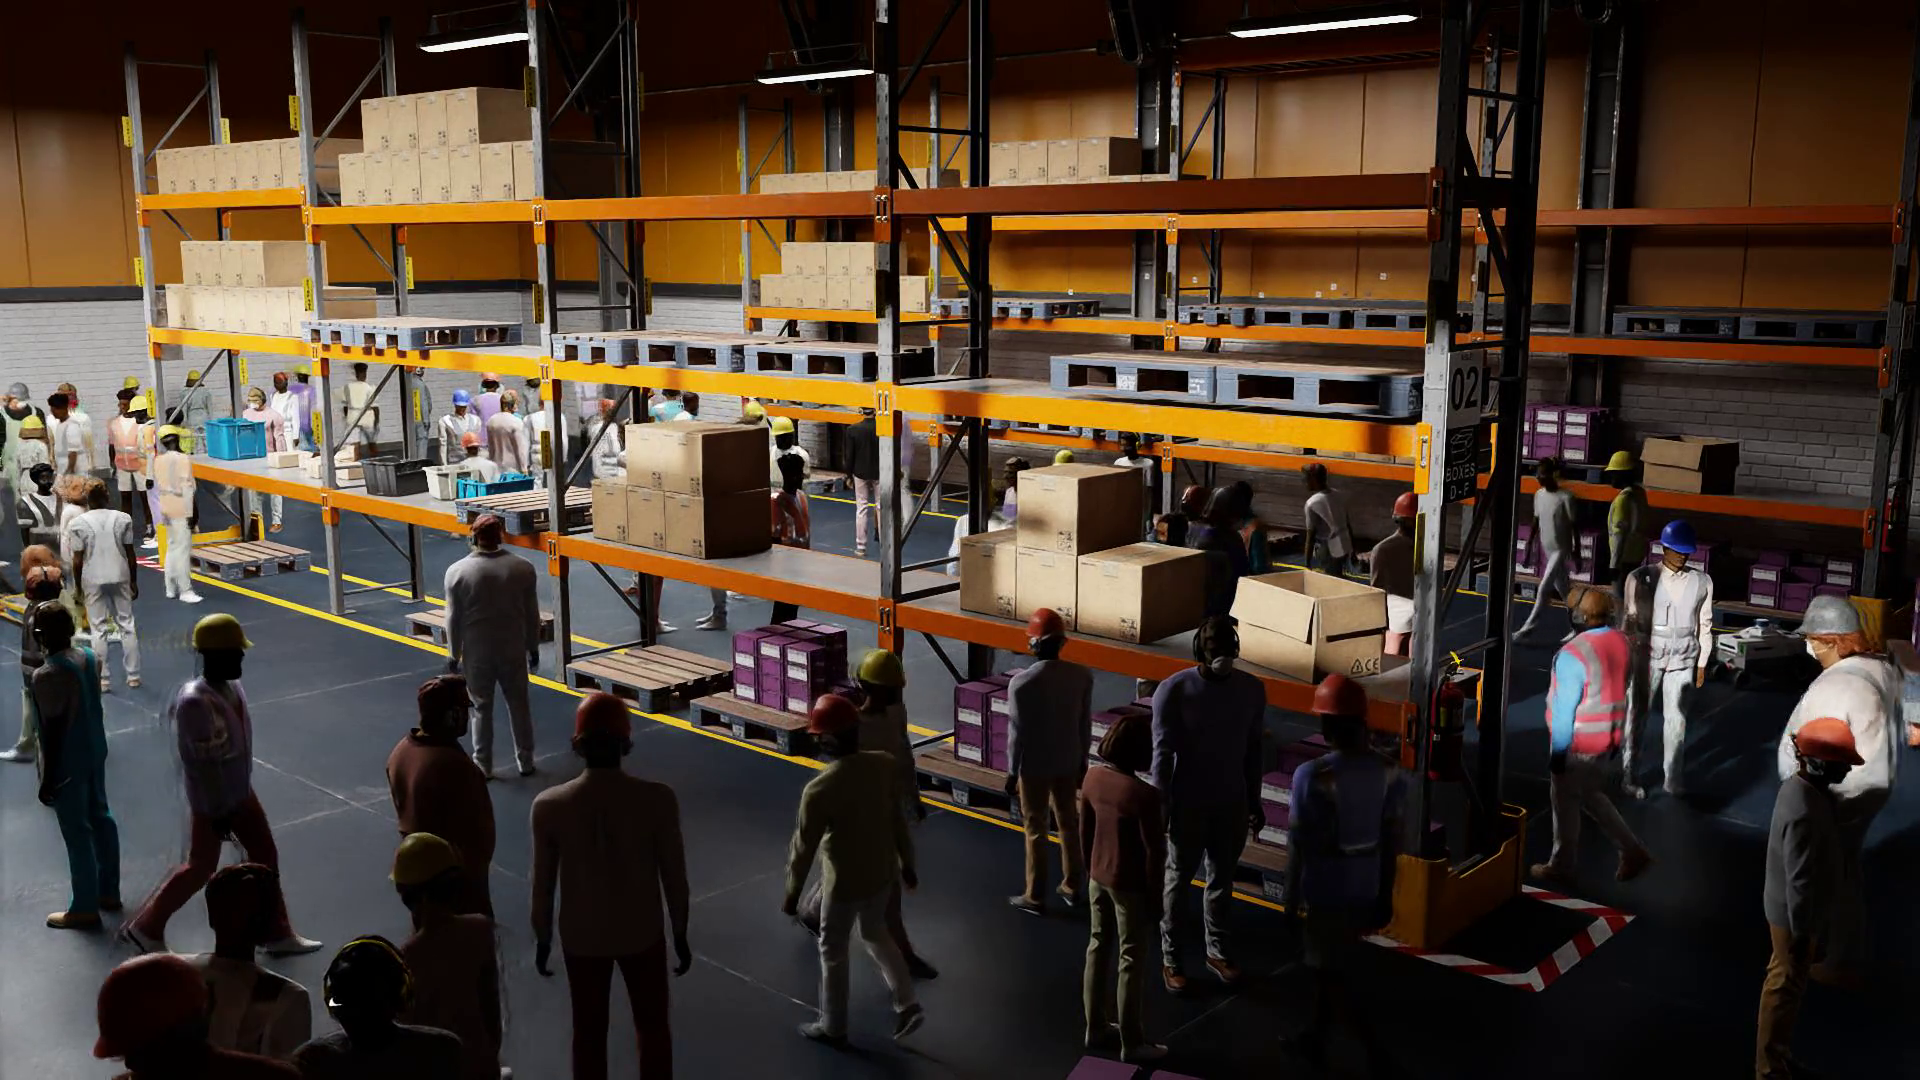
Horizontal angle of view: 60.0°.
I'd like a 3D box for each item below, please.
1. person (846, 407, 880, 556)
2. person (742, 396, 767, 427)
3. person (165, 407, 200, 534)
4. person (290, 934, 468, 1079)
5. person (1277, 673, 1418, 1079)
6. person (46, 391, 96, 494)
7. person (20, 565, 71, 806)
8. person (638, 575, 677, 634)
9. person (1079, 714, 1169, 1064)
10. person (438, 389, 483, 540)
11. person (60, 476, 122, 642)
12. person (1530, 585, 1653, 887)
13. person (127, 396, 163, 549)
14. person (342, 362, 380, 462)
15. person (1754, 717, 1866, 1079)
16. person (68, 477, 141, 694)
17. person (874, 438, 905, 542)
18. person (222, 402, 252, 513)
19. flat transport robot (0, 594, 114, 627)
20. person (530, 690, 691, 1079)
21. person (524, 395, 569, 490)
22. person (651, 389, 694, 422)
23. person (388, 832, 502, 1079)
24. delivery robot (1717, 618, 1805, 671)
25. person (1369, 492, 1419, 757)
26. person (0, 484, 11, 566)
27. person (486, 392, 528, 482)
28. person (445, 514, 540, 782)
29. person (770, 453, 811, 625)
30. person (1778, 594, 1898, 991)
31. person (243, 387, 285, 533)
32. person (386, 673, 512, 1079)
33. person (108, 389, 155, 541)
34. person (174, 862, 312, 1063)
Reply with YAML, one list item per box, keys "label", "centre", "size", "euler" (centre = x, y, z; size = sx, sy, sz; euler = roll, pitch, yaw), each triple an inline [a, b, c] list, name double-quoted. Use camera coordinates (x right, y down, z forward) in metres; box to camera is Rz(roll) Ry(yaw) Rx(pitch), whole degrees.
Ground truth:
- label: "person"
  centre: [-1.090, -0.790, 20.316]
  size: [0.611, 1.985, 0.393]
  euler: [-1, 10, -4]
- label: "person"
  centre: [-3.006, -1.375, 24.310]
  size: [0.358, 1.742, 0.568]
  euler: [3, 10, 14]
- label: "person"
  centre: [-10.167, -0.884, 21.658]
  size: [0.316, 1.695, 0.542]
  euler: [3, 10, 15]
- label: "person"
  centre: [-1.644, 2.015, 4.784]
  size: [0.526, 1.869, 0.315]
  euler: [-2, 10, -11]
- label: "person"
  centre: [1.729, 1.554, 7.331]
  size: [0.558, 1.903, 0.901]
  euler: [-5, 11, -24]
- label: "person"
  centre: [-11.957, -1.083, 22.392]
  size: [0.569, 1.838, 0.382]
  euler: [0, 10, -2]
- label: "person"
  centre: [-6.186, 0.983, 11.292]
  size: [0.314, 1.633, 0.518]
  euler: [-7, 12, -35]
- label: "person"
  centre: [-3.004, -0.024, 16.220]
  size: [0.411, 1.906, 0.602]
  euler: [-6, 12, -31]
- label: "person"
  centre: [0.761, 1.608, 7.751]
  size: [0.284, 1.632, 0.502]
  euler: [-8, 13, -38]
- label: "person"
  centre: [-6.445, -0.982, 21.530]
  size: [0.602, 1.940, 0.402]
  euler: [-9, 14, -42]
- label: "person"
  centre: [-8.221, 0.192, 15.836]
  size: [0.773, 1.600, 0.512]
  euler: [0, 10, 3]
- label: "person"
  centre: [3.688, 1.172, 9.701]
  size: [0.631, 1.826, 0.570]
  euler: [-8, 13, -37]
- label: "person"
  centre: [-10.180, -0.854, 20.894]
  size: [0.396, 1.913, 0.591]
  euler: [-5, 11, -25]
- label: "person"
  centre: [-9.664, -1.924, 26.924]
  size: [0.618, 1.897, 1.042]
  euler: [-1, 10, -8]
- label: "person"
  centre: [3.742, 1.622, 7.352]
  size: [0.346, 1.745, 0.563]
  euler: [5, 11, 26]
- label: "person"
  centre: [-7.239, 0.381, 14.089]
  size: [0.506, 1.847, 0.343]
  euler: [-8, 13, -38]
- label: "person"
  centre: [-0.921, -0.916, 21.218]
  size: [0.387, 1.924, 0.548]
  euler: [9, 13, 41]
- label: "person"
  centre: [-10.160, -1.156, 23.427]
  size: [0.682, 1.614, 0.527]
  euler: [7, 12, 35]
- label: "flat transport robot"
  centre: [-9.166, 0.697, 16.750]
  size: [1.431, 0.197, 0.652]
  euler: [9, 13, 41]
- label: "person"
  centre: [-1.420, 1.593, 6.819]
  size: [0.630, 1.992, 0.401]
  euler: [-1, 10, -6]
- label: "person"
  centre: [-5.555, -1.074, 22.388]
  size: [0.589, 1.827, 0.897]
  euler: [0, 10, 2]
- label: "person"
  centre: [-3.871, -1.196, 22.447]
  size: [0.608, 2.045, 0.392]
  euler: [-5, 11, -26]
- label: "person"
  centre: [-1.769, 1.885, 5.837]
  size: [0.517, 1.746, 0.535]
  euler: [5, 11, 25]
- label: "delivery robot"
  centre: [6.936, 0.923, 14.405]
  size: [0.707, 0.478, 0.477]
  euler: [-3, 10, -16]
- label: "person"
  centre: [3.300, 0.619, 12.358]
  size: [0.616, 1.986, 0.407]
  euler: [-6, 12, -31]
- label: "person"
  centre: [-11.482, -0.483, 19.584]
  size: [0.524, 1.631, 0.314]
  euler: [4, 11, 23]
- label: "person"
  centre: [-5.743, -0.922, 21.211]
  size: [0.627, 1.934, 0.372]
  euler: [6, 12, 32]
- label: "person"
  centre: [-3.305, 0.758, 11.789]
  size: [0.652, 1.904, 0.403]
  euler: [-5, 11, -25]
- label: "person"
  centre: [-1.513, 0.191, 14.822]
  size: [0.362, 1.963, 0.614]
  euler: [4, 11, 21]
- label: "person"
  centre: [4.492, 1.264, 8.546]
  size: [0.579, 2.000, 0.723]
  euler: [10, 14, 44]
- label: "person"
  centre: [-9.213, -1.053, 21.949]
  size: [0.628, 1.935, 0.373]
  euler: [1, 10, 6]
- label: "person"
  centre: [-2.274, 1.532, 7.448]
  size: [0.401, 1.899, 0.636]
  euler: [-9, 14, -42]
- label: "person"
  centre: [-10.611, -0.961, 21.332]
  size: [0.600, 1.967, 0.368]
  euler: [-1, 10, -4]
- label: "person"
  centre: [-2.250, 1.927, 5.271]
  size: [0.582, 1.879, 0.374]
  euler: [3, 11, 17]
